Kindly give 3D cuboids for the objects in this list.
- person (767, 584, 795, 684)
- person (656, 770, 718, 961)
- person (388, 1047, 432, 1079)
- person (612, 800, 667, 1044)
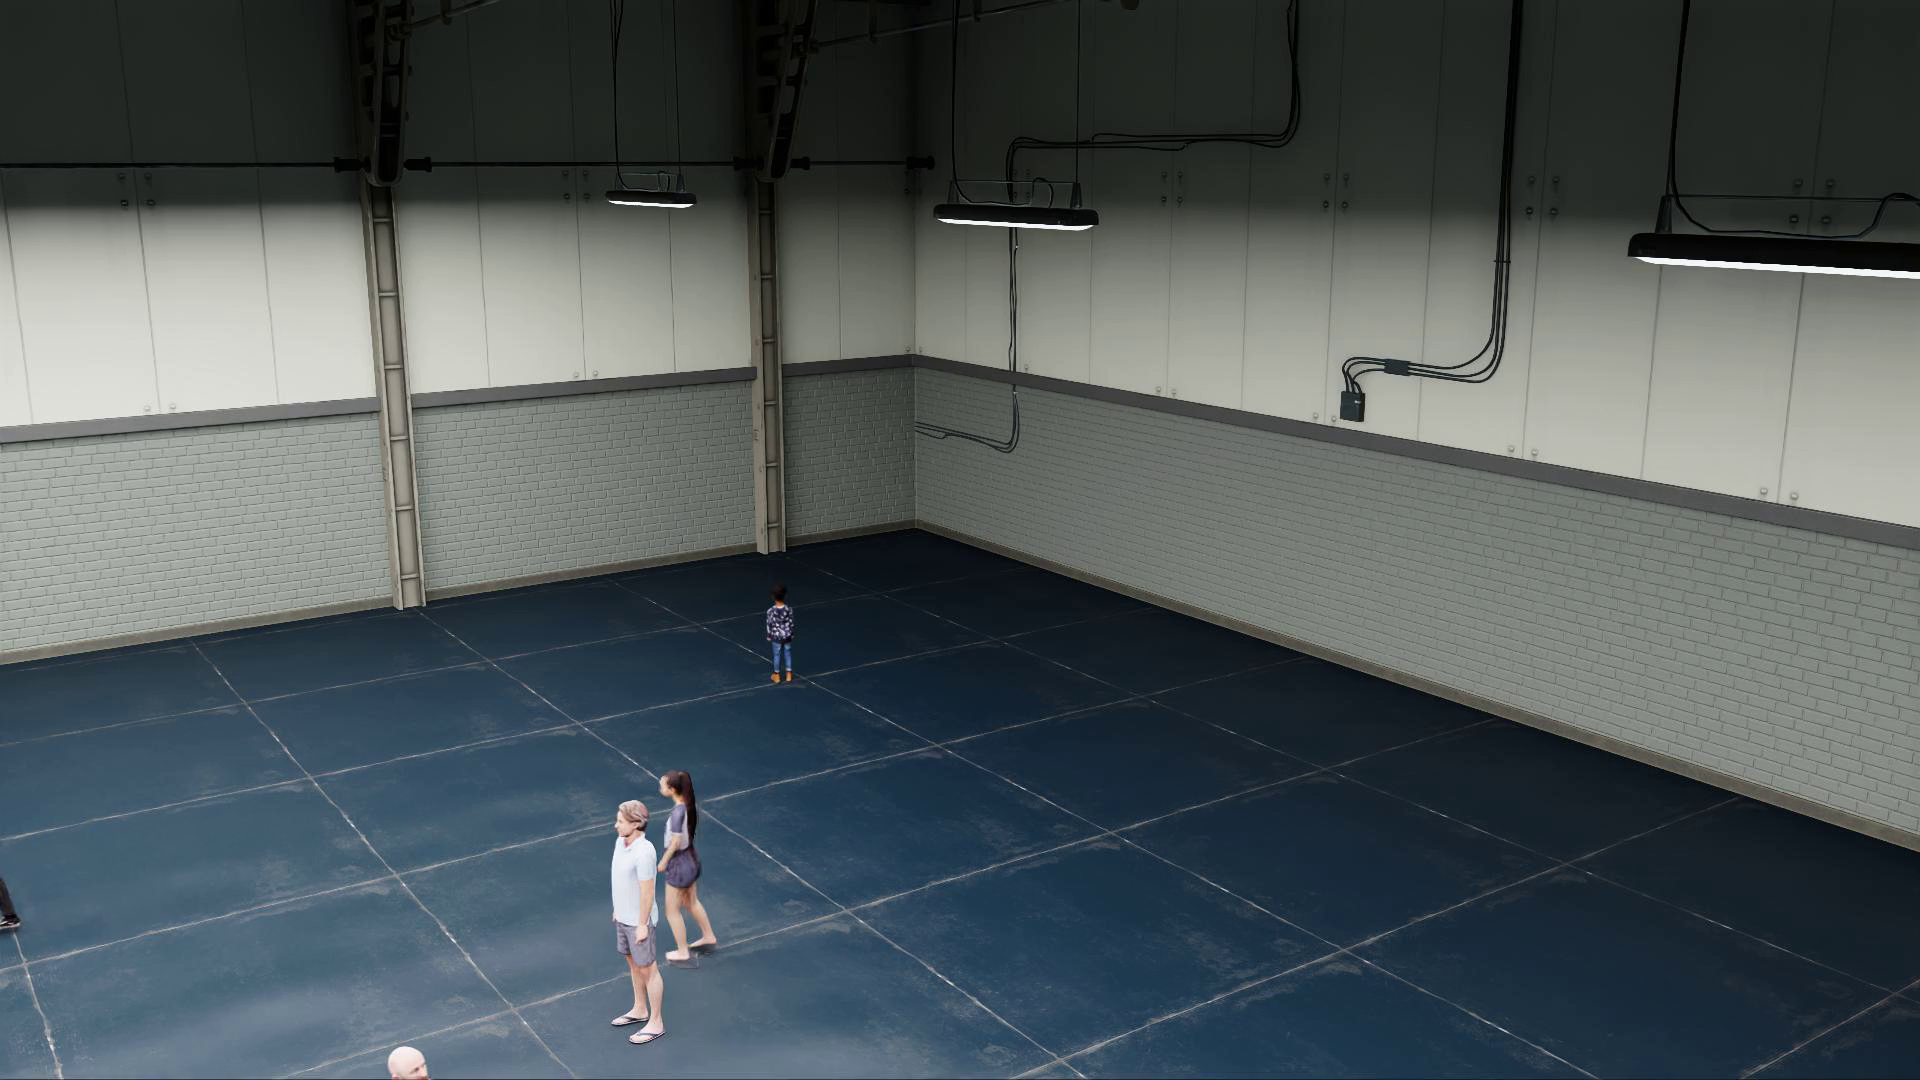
[{"bbox_3d":[-2.231,1.151,20.725,0.504,1.255,0.610,-4,14,-17],"label":"person"},{"bbox_3d":[-2.193,2.646,13.439,0.792,1.629,0.739,3,13,14],"label":"person"},{"bbox_3d":[-2.950,3.572,8.981,0.826,1.837,0.725,5,14,19],"label":"person"},{"bbox_3d":[-2.388,2.796,12.343,0.527,1.831,0.650,-9,16,-34],"label":"person"}]
